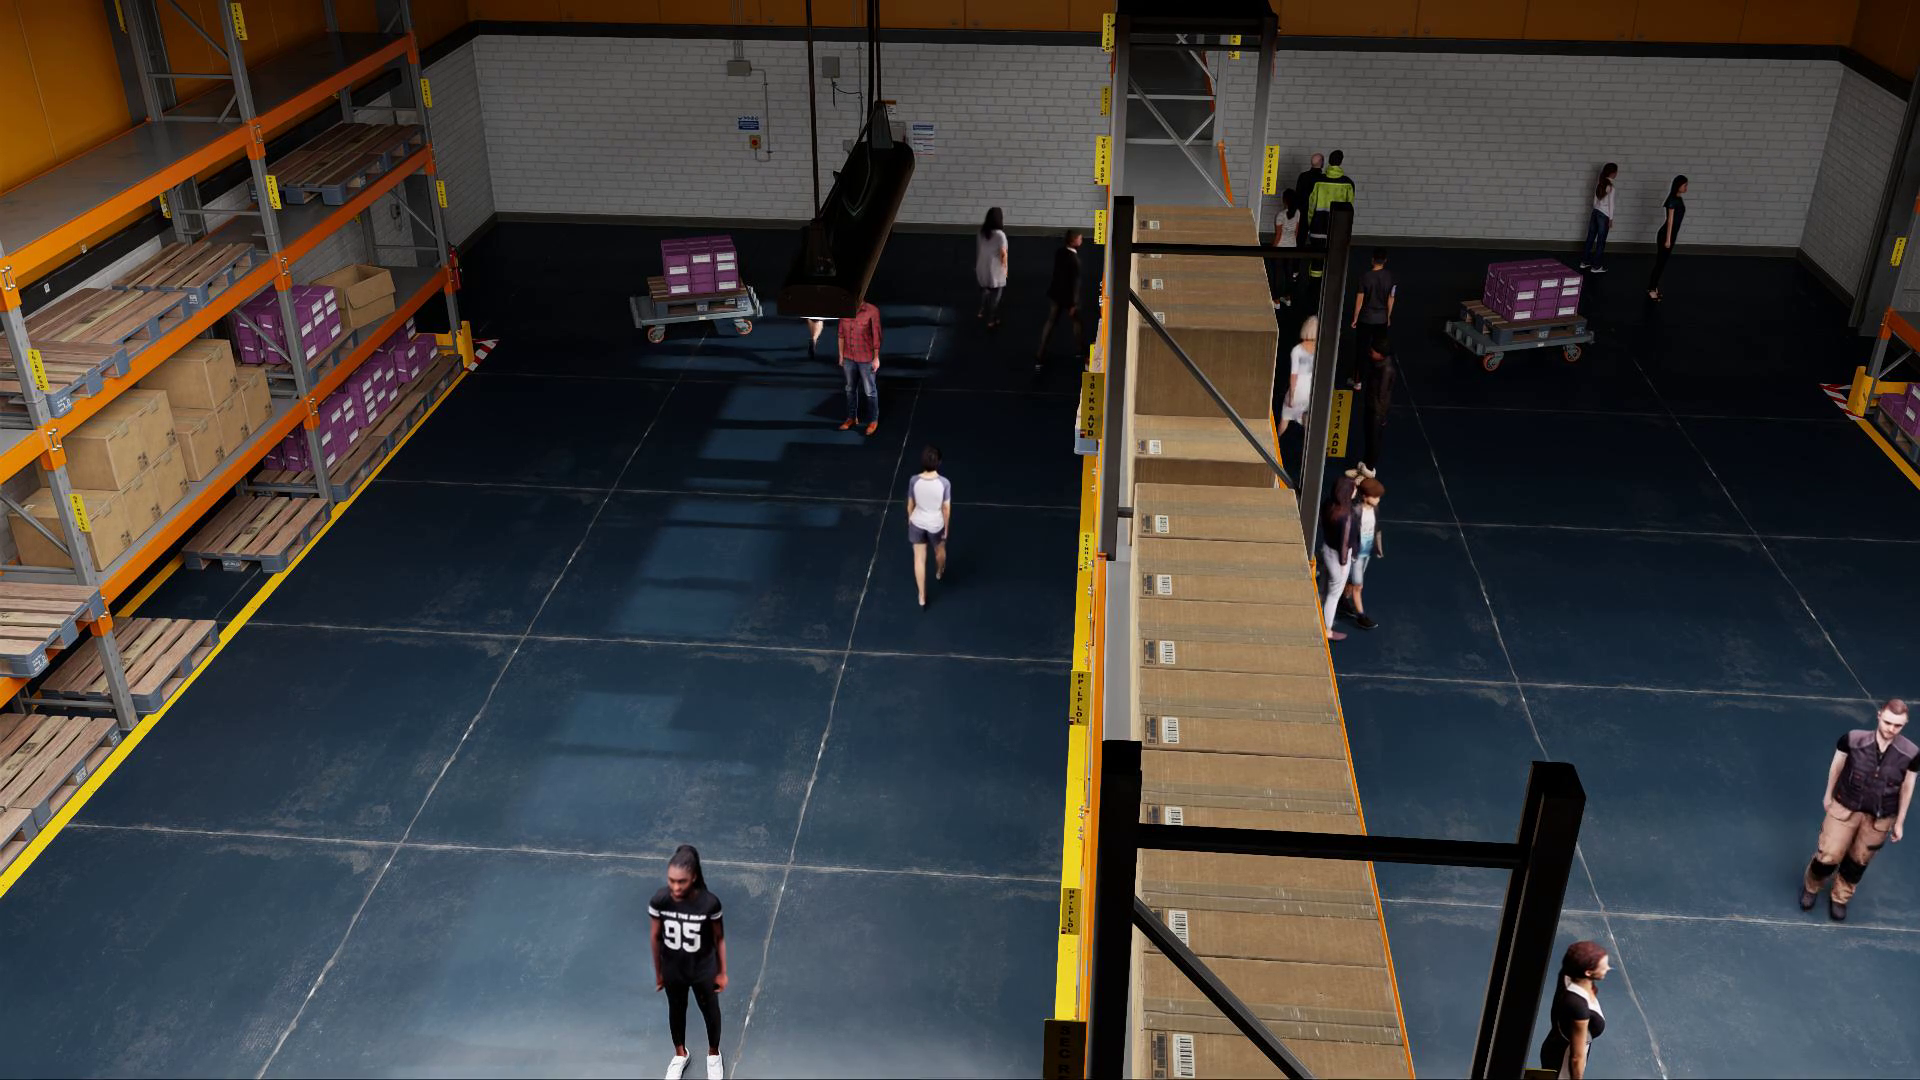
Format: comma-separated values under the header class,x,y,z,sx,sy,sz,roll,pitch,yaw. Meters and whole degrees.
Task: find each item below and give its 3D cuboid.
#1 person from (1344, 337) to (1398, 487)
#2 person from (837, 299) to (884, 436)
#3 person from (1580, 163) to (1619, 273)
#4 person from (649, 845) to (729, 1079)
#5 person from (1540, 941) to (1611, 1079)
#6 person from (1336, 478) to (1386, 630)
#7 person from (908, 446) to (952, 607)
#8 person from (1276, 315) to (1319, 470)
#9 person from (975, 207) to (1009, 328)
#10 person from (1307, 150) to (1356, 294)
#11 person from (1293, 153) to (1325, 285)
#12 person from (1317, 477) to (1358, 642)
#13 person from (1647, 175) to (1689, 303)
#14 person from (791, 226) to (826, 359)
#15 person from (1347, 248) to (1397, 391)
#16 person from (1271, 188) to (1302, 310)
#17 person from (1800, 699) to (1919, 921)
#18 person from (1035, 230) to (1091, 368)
class,x,y,z,sx,sy,sz,roll,pitch,yaw
person,4.455,-1.387,17.742,0.662,1.661,0.594,15,32,26
person,-1.139,-2.101,18.873,0.754,1.831,0.672,12,31,21
person,9.170,-4.628,23.791,0.680,1.558,0.584,-12,31,-21
person,-1.666,2.639,10.291,0.598,1.728,0.558,2,29,3
person,3.455,3.016,9.530,0.635,1.795,0.410,2,29,4
person,3.640,0.069,15.310,0.813,1.432,0.883,-19,34,-31
person,-0.305,-0.113,15.553,0.571,1.519,1.012,2,29,4
person,3.760,-1.534,17.979,0.929,1.691,1.179,-12,31,-21
person,0.365,-3.551,21.782,0.762,1.589,0.802,20,34,32
person,5.074,-4.384,22.901,0.777,1.981,0.641,4,29,8
person,4.908,-4.495,23.256,0.760,1.837,0.770,20,35,33
person,3.387,0.156,14.968,0.704,1.608,0.548,-6,29,-10
person,9.661,-4.131,22.693,0.693,1.736,0.566,16,32,26
person,-1.845,-3.075,20.850,0.747,1.647,1.019,5,29,9
person,4.951,-2.653,19.954,0.676,1.764,0.604,-2,29,-4
person,4.384,-3.940,22.436,0.660,1.646,0.703,-17,33,-29
person,6.338,1.840,11.659,0.765,1.821,0.750,13,31,22
person,1.229,-2.920,20.464,1.295,1.745,1.225,-25,37,-38
